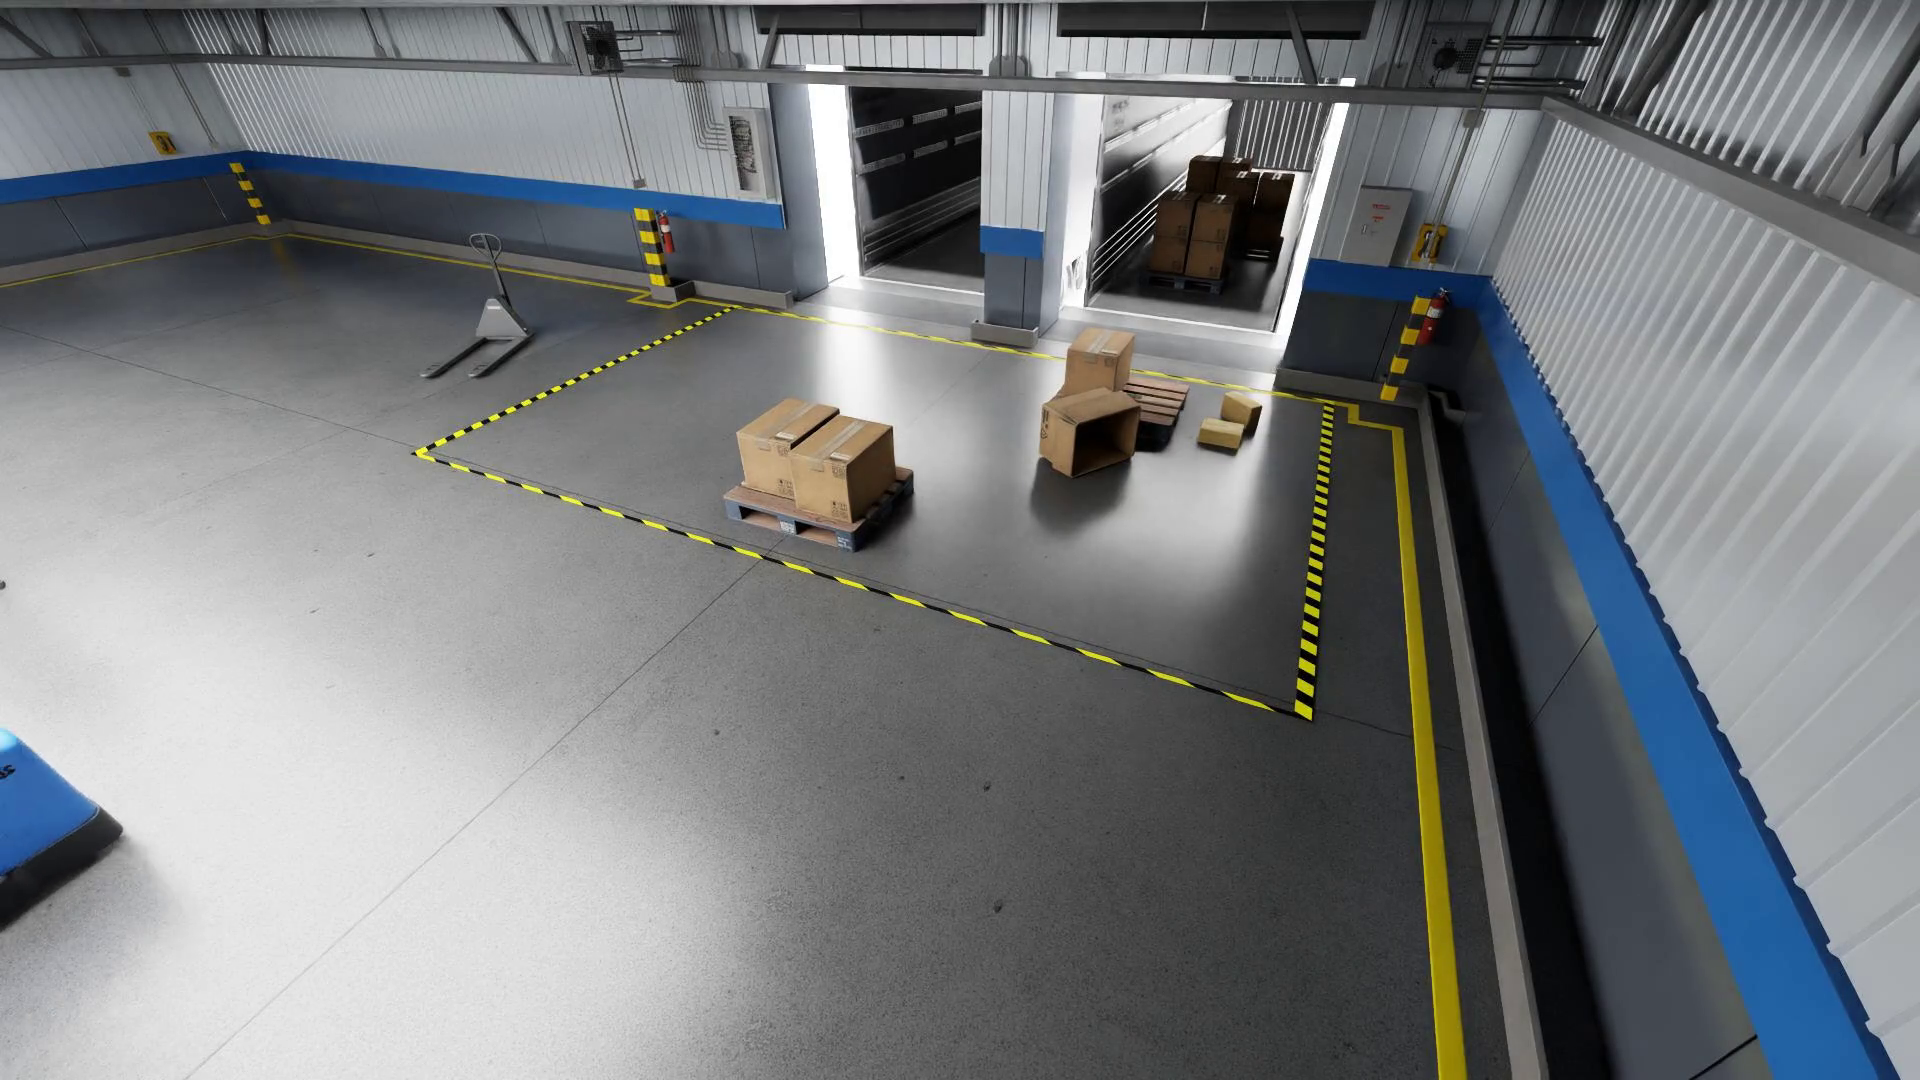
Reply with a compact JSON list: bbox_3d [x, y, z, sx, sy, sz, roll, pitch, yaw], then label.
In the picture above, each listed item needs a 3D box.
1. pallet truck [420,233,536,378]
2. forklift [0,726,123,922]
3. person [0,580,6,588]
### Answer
[{"bbox_3d":[-5.664,-2.712,8.427,0.680,1.201,1.601,0,35,-1],"label":"pallet truck"},{"bbox_3d":[-4.565,0.801,2.806,0.716,2.013,0.776,14,38,19],"label":"forklift"},{"bbox_3d":[-6.965,-0.393,4.561,0.398,1.948,0.604,16,39,21],"label":"person"}]
